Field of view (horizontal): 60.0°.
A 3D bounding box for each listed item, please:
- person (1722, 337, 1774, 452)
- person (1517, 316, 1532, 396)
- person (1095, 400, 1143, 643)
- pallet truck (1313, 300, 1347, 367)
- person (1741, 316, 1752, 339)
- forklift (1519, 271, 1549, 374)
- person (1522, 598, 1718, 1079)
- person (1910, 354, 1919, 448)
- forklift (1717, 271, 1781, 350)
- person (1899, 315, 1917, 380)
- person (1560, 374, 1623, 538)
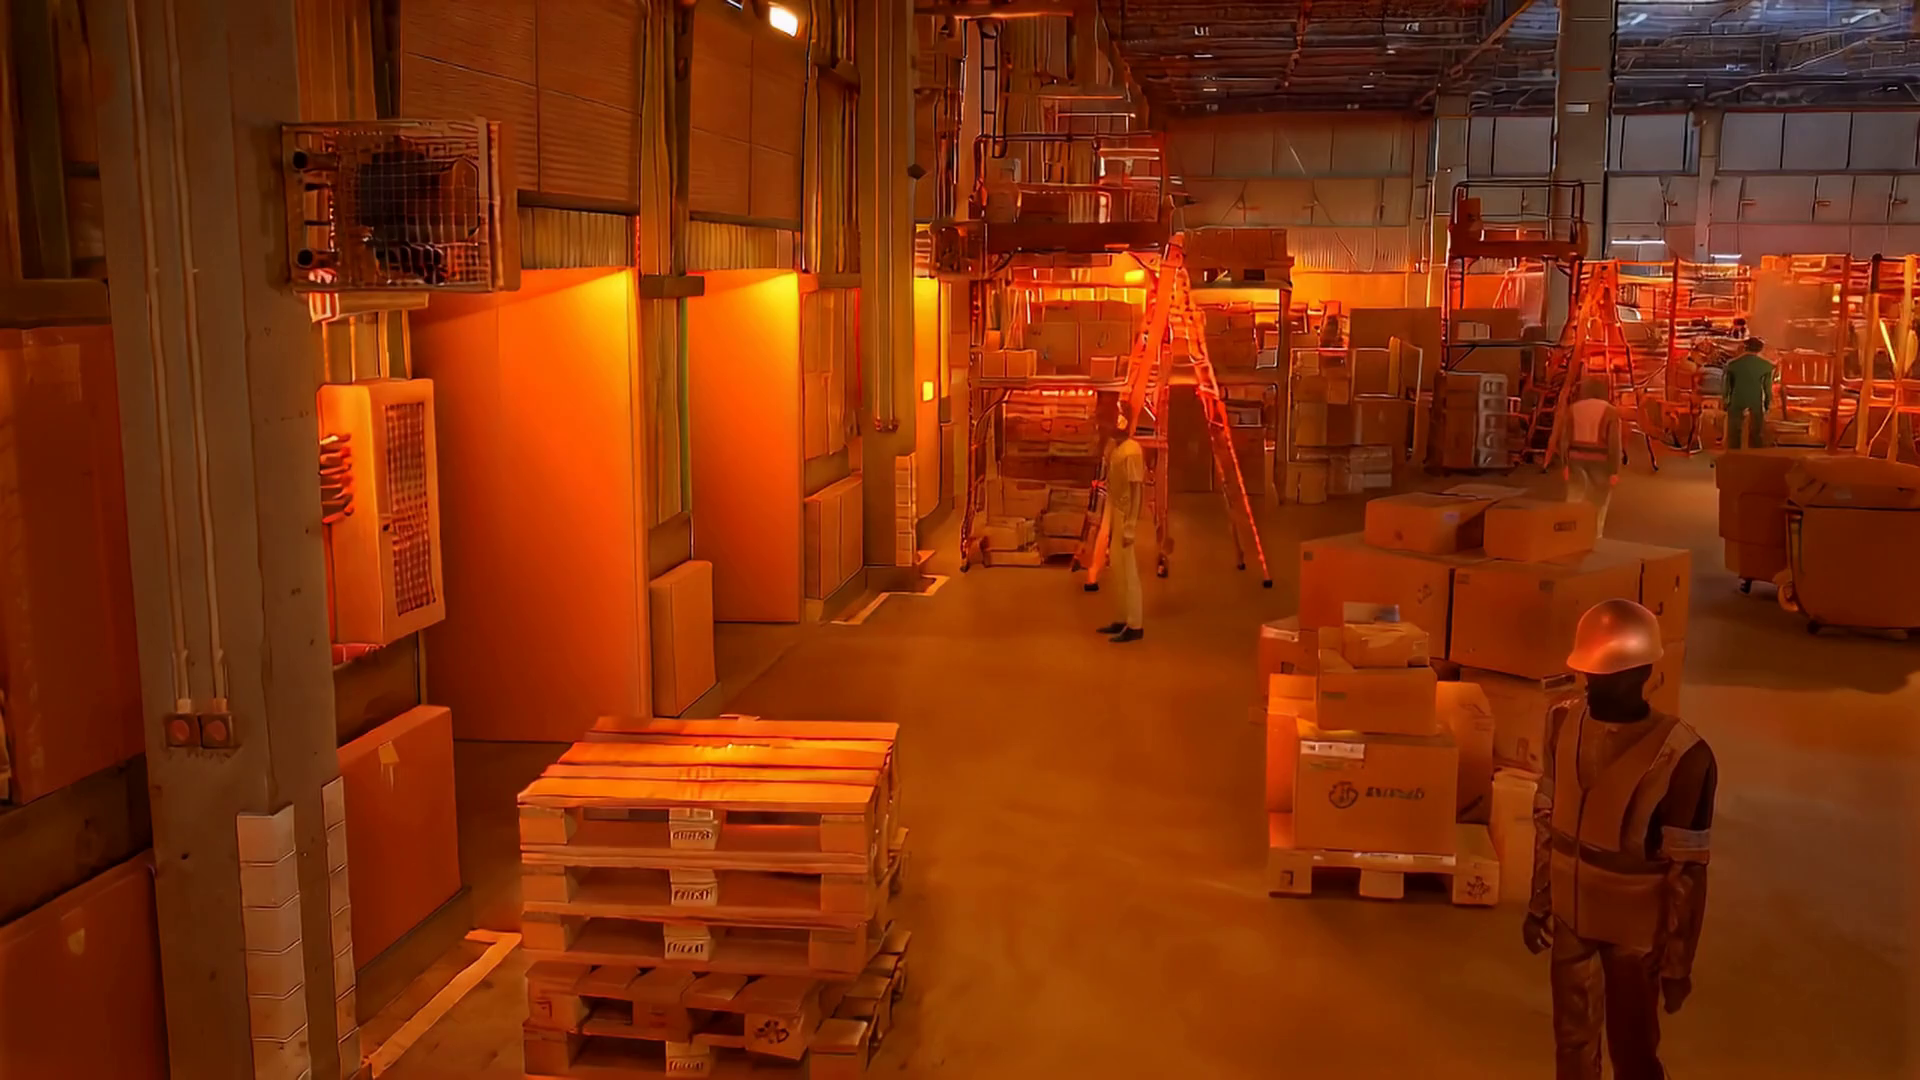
[{"bbox_3d":[10.915,-1.846,23.087,0.632,1.932,0.367,3,10,20],"label":"person"},{"bbox_3d":[12.631,-4.059,37.007,1.075,1.851,0.552,-6,11,-31],"label":"person"},{"bbox_3d":[1.243,-0.141,12.759,0.313,1.864,0.530,-2,9,-11],"label":"person"},{"bbox_3d":[11.159,-6.200,49.718,0.823,1.965,1.885,4,10,26],"label":"pallet truck"},{"bbox_3d":[19.968,-4.833,42.215,0.318,1.697,0.534,7,11,37],"label":"person"},{"bbox_3d":[15.943,-6.001,45.779,1.873,2.768,1.129,-3,10,-17],"label":"forklift"},{"bbox_3d":[1.902,1.110,4.892,0.393,1.918,0.589,-4,10,-25],"label":"person"},{"bbox_3d":[15.517,-2.338,26.716,0.323,1.736,0.488,5,10,26],"label":"person"},{"bbox_3d":[18.616,-4.835,38.584,1.873,2.768,1.129,1,9,9],"label":"forklift"},{"bbox_3d":[19.595,-3.693,34.472,0.369,1.927,0.587,5,11,29],"label":"person"},{"bbox_3d":[6.222,-0.726,16.481,0.664,1.830,0.624,-9,13,-44],"label":"person"}]
